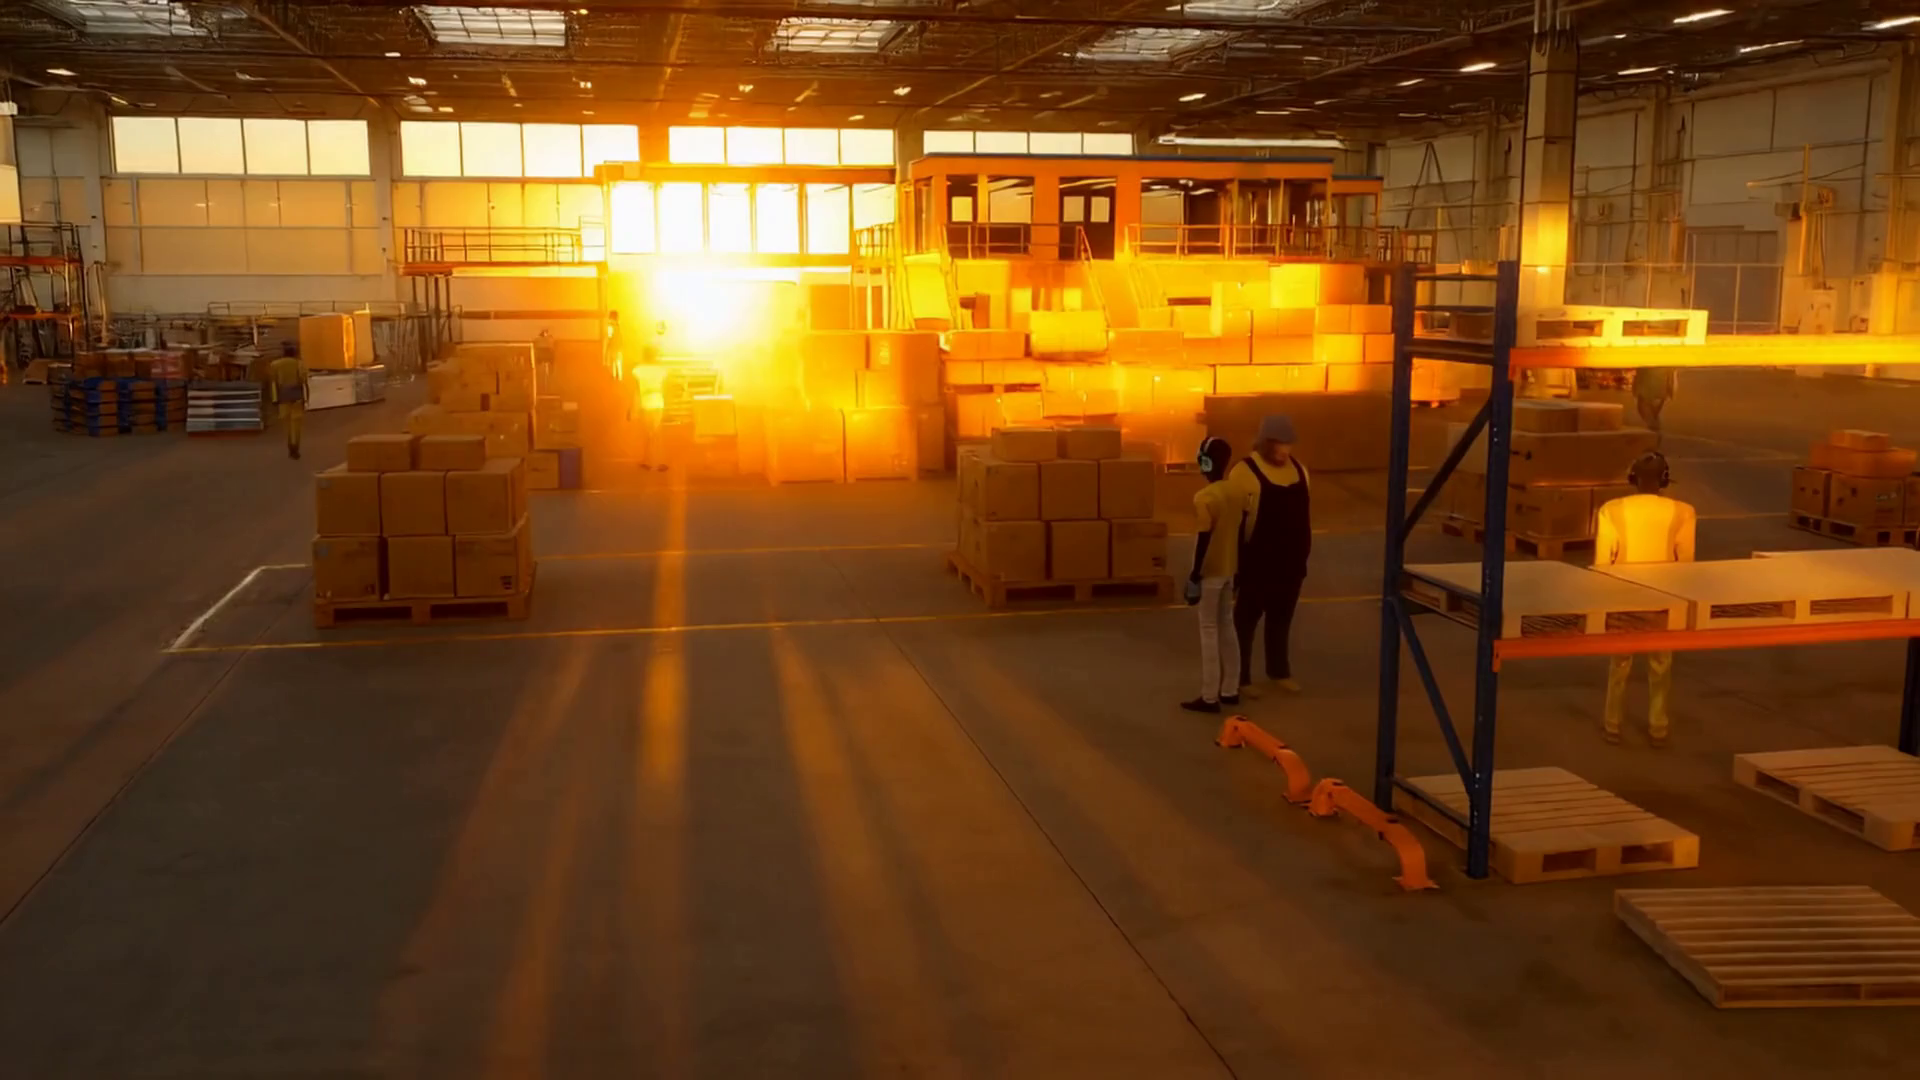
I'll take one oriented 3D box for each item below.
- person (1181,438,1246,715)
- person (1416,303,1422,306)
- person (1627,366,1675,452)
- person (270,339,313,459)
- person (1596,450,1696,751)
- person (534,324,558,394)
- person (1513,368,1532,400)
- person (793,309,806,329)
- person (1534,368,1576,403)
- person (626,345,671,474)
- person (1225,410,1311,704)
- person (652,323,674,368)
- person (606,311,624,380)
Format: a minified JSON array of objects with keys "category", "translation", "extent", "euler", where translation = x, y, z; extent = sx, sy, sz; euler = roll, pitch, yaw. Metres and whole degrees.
[{"category":"person","translation":[1.714,0.244,11.226],"extent":[0.532,1.865,0.311],"euler":[-8,13,-42]},{"category":"person","translation":[13.487,-5.969,48.846],"extent":[0.604,1.948,0.386],"euler":[-5,11,-29]},{"category":"person","translation":[10.918,-2.247,26.235],"extent":[0.665,1.916,0.438],"euler":[-2,10,-14]},{"category":"person","translation":[-10.567,-2.237,26.306],"extent":[0.574,1.882,0.998],"euler":[-3,10,-15]},{"category":"person","translation":[4.249,0.377,10.361],"extent":[0.576,1.882,0.355],"euler":[3,10,17]},{"category":"person","translation":[-9.314,-4.002,37.478],"extent":[0.528,1.743,0.787],"euler":[1,9,7]},{"category":"person","translation":[11.814,-3.594,35.074],"extent":[0.493,1.718,0.736],"euler":[5,11,29]},{"category":"person","translation":[-4.042,-4.874,42.124],"extent":[0.367,1.962,0.603],"euler":[-3,10,-20]},{"category":"person","translation":[9.441,-2.218,26.397],"extent":[0.661,1.814,0.442],"euler":[4,10,24]},{"category":"person","translation":[-4.521,-1.921,24.407],"extent":[0.593,1.873,0.991],"euler":[-8,13,-42]},{"category":"person","translation":[2.173,0.109,11.515],"extent":[0.688,2.000,0.536],"euler":[-5,11,-28]},{"category":"person","translation":[-6.326,-3.697,35.392],"extent":[0.955,1.817,0.520],"euler":[0,9,0]},{"category":"person","translation":[-9.234,-5.208,44.517],"extent":[0.507,1.846,0.345],"euler":[-6,11,-34]}]
